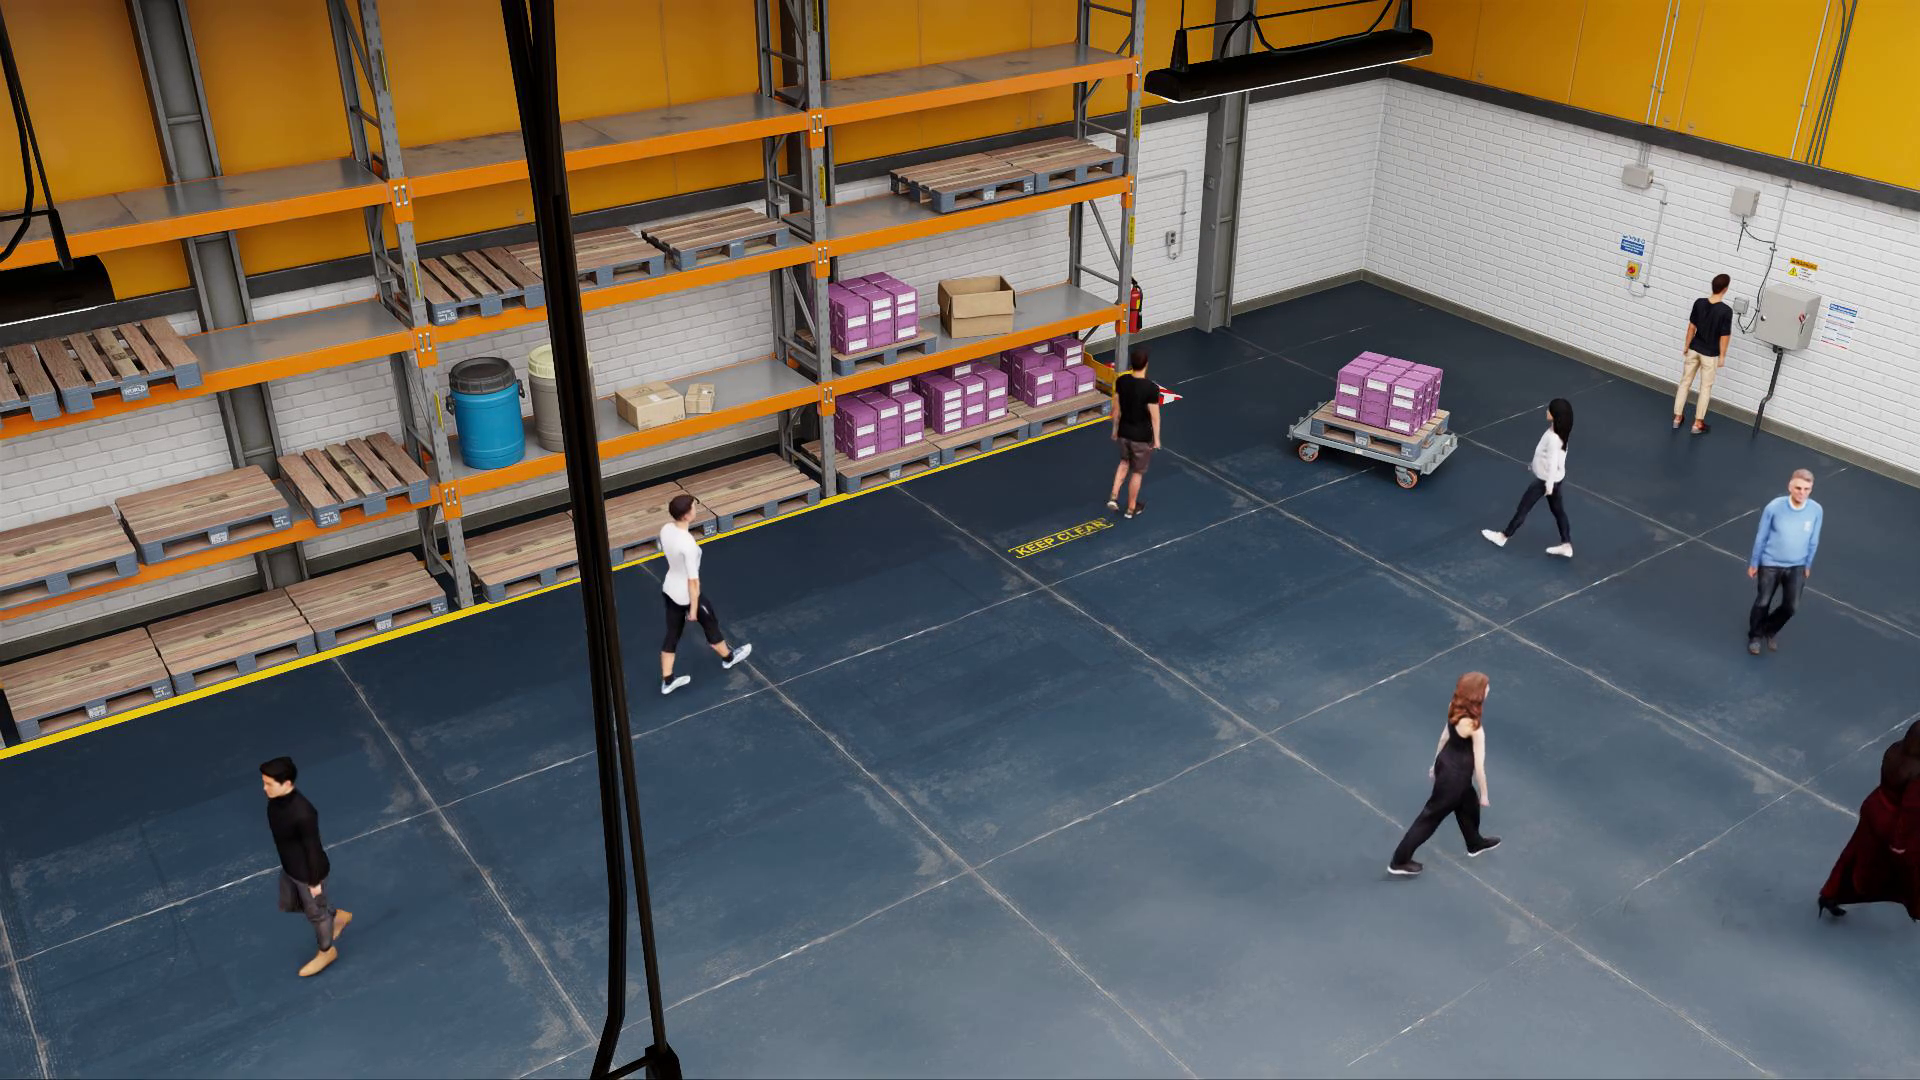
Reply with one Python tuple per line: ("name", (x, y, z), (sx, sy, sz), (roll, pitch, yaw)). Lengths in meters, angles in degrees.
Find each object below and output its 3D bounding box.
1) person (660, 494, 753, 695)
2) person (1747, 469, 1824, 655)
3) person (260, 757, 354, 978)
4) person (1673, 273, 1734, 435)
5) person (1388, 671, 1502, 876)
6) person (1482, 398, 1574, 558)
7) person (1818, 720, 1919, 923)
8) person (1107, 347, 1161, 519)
("person", (-2.412, 0.491, 14.063), (0.783, 1.812, 1.166), (25, 38, 38))
("person", (7.254, 0.153, 14.691), (0.780, 1.803, 0.823), (7, 29, 13))
("person", (-4.350, 2.134, 11.150), (0.730, 1.717, 0.762), (25, 37, 38))
("person", (8.414, -2.120, 18.801), (0.544, 1.858, 0.644), (-22, 35, -34))
("person", (3.447, 1.721, 11.933), (1.219, 1.693, 0.925), (-5, 29, -9))
("person", (5.808, -0.562, 16.158), (1.015, 1.654, 1.135), (15, 32, 26))
("person", (6.321, 1.972, 11.450), (1.162, 1.715, 1.043), (1, 29, 1))
("person", (1.725, -1.043, 16.834), (0.773, 1.851, 0.851), (20, 35, 33))
